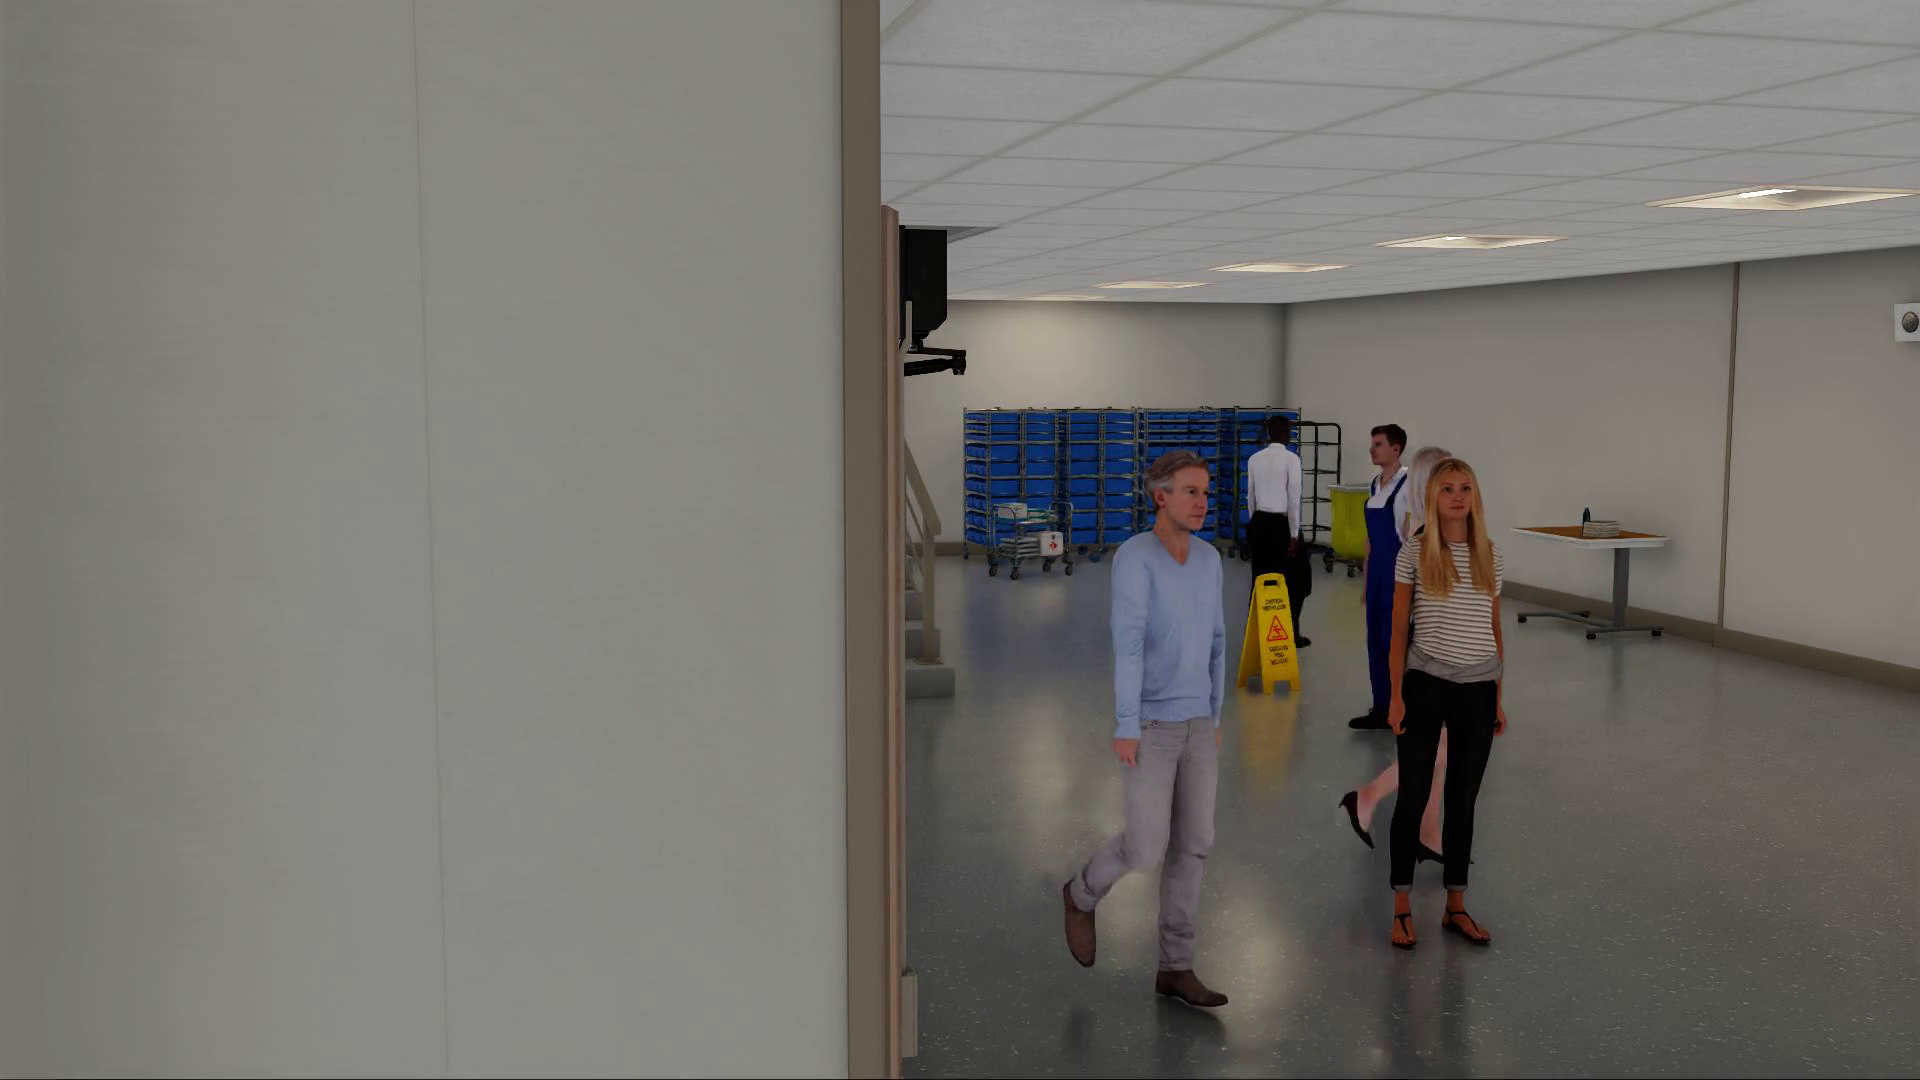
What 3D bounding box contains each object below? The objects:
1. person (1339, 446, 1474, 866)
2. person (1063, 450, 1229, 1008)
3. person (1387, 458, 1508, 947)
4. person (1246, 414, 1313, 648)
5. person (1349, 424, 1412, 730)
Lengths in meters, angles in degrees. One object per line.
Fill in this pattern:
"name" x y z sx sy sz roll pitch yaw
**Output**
"person" 1.931 0.521 7.120 0.788 1.816 0.839 0 6 3
"person" 0.634 0.633 5.691 0.897 1.879 1.045 -5 7 -39
"person" 1.827 0.601 6.272 0.640 1.825 0.570 -1 6 -7
"person" 2.305 -0.021 12.483 0.957 1.819 0.979 5 8 41
"person" 2.663 0.227 9.942 0.746 1.836 0.833 -2 6 -21
